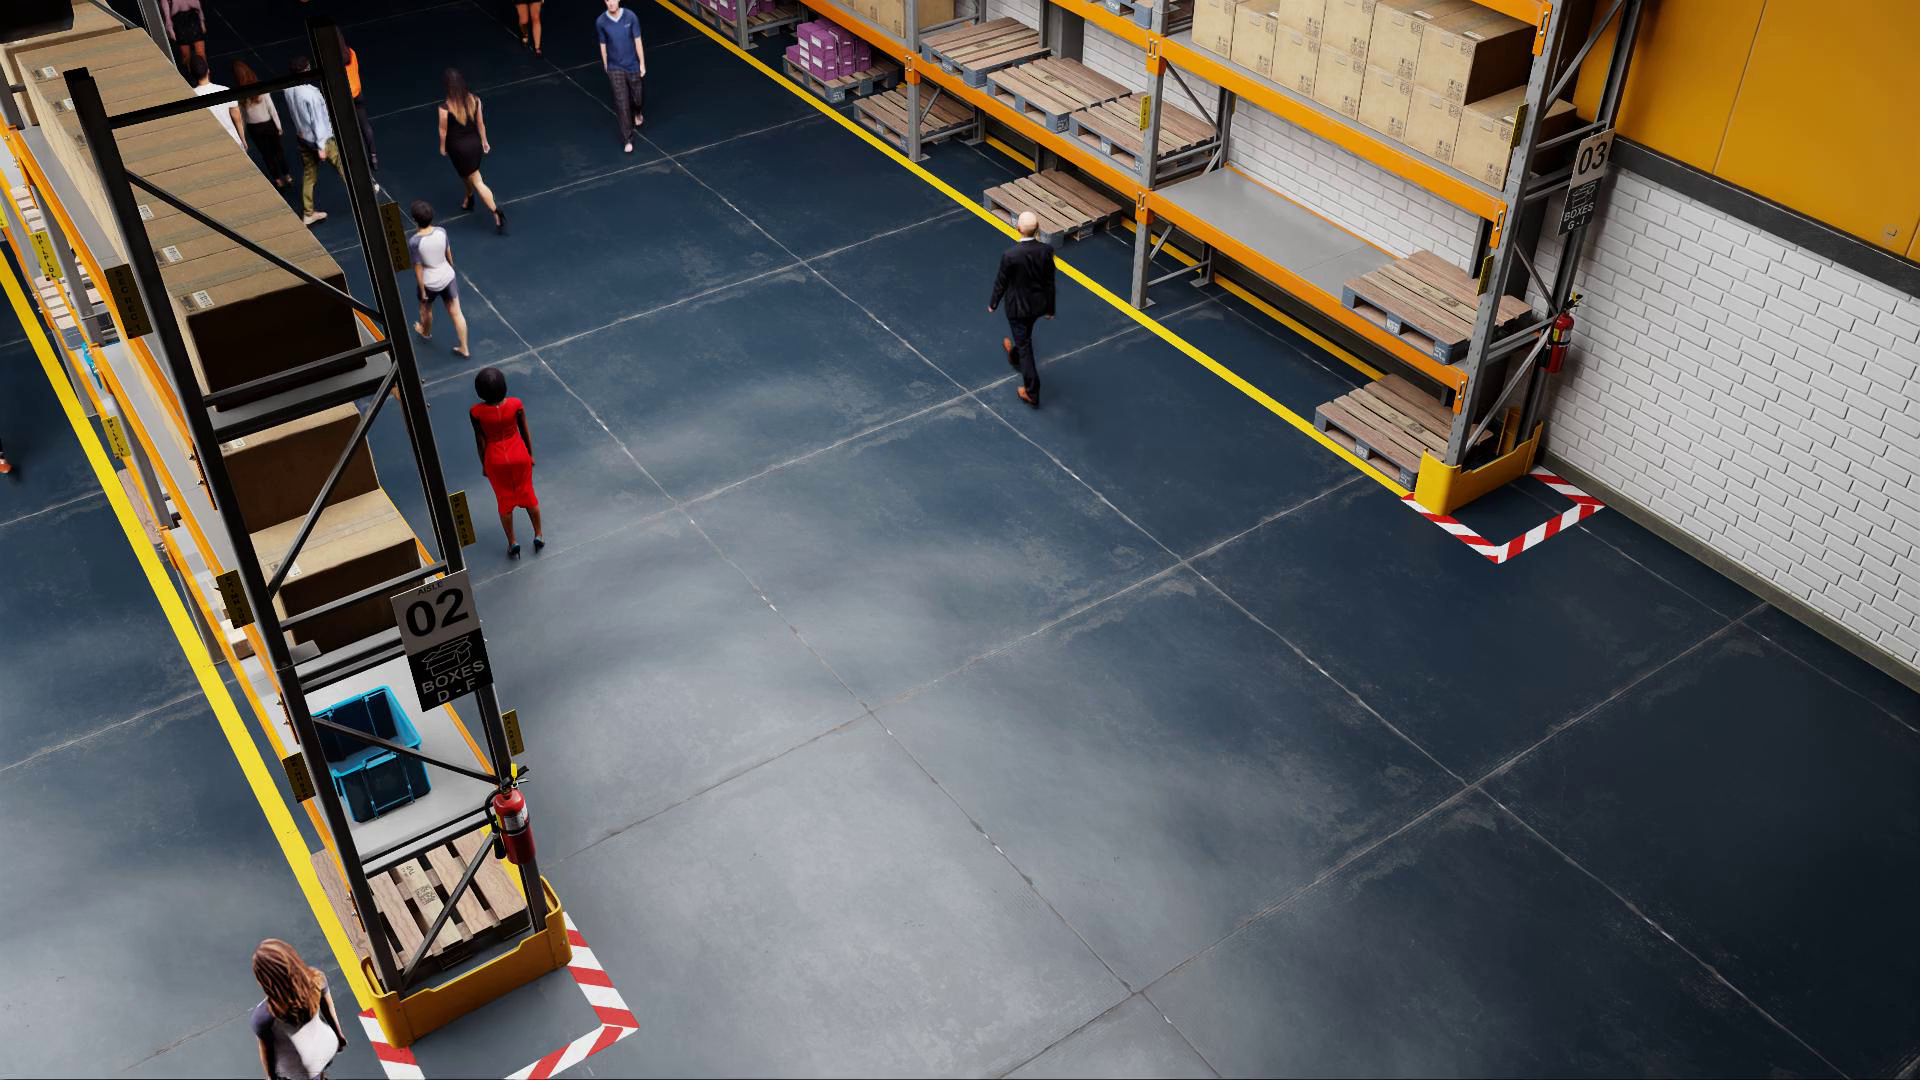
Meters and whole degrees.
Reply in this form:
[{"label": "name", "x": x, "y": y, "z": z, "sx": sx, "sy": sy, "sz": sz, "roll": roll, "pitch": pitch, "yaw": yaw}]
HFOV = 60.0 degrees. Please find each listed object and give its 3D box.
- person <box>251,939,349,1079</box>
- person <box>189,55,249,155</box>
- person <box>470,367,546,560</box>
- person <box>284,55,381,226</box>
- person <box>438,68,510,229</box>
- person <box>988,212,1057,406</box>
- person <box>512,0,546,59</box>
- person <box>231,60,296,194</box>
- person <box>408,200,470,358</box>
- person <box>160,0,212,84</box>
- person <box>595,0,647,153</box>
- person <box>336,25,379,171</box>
[{"label": "person", "x": -3.404, "y": 2.778, "z": 8.806, "sx": 1.104, "sy": 1.706, "sz": 0.924, "roll": 17, "pitch": 42, "yaw": 20}, {"label": "person", "x": -7.703, "y": -4.154, "z": 17.357, "sx": 0.685, "sy": 1.867, "sz": 0.580, "roll": -20, "pitch": 43, "yaw": -23}, {"label": "person", "x": -3.536, "y": -0.601, "z": 13.006, "sx": 0.607, "sy": 1.744, "sz": 0.563, "roll": -14, "pitch": 41, "yaw": -17}, {"label": "person", "x": -6.829, "y": -4.143, "z": 17.426, "sx": 1.185, "sy": 1.764, "sz": 1.020, "roll": 23, "pitch": 44, "yaw": 26}, {"label": "person", "x": -5.094, "y": -4.029, "z": 17.356, "sx": 1.168, "sy": 1.673, "sz": 0.881, "roll": 24, "pitch": 44, "yaw": 27}, {"label": "person", "x": 0.607, "y": -2.015, "z": 14.770, "sx": 0.788, "sy": 1.754, "sz": 1.188, "roll": -17, "pitch": 42, "yaw": -20}, {"label": "person", "x": -5.481, "y": -6.961, "z": 21.033, "sx": 0.617, "sy": 1.666, "sz": 0.698, "roll": -16, "pitch": 41, "yaw": -19}, {"label": "person", "x": -7.553, "y": -4.460, "z": 18.071, "sx": 0.622, "sy": 1.456, "sz": 0.618, "roll": -10, "pitch": 40, "yaw": -12}, {"label": "person", "x": -4.813, "y": -2.384, "z": 15.412, "sx": 0.674, "sy": 1.530, "sz": 0.988, "roll": -31, "pitch": 48, "yaw": -33}, {"label": "person", "x": -9.286, "y": -6.146, "z": 19.915, "sx": 0.641, "sy": 1.788, "sz": 1.031, "roll": -25, "pitch": 45, "yaw": -28}, {"label": "person", "x": -3.830, "y": -5.416, "z": 18.956, "sx": 0.894, "sy": 1.845, "sz": 1.129, "roll": -8, "pitch": 39, "yaw": -10}, {"label": "person", "x": -6.759, "y": -4.865, "z": 18.343, "sx": 0.648, "sy": 1.748, "sz": 0.680, "roll": 27, "pitch": 46, "yaw": 29}]
